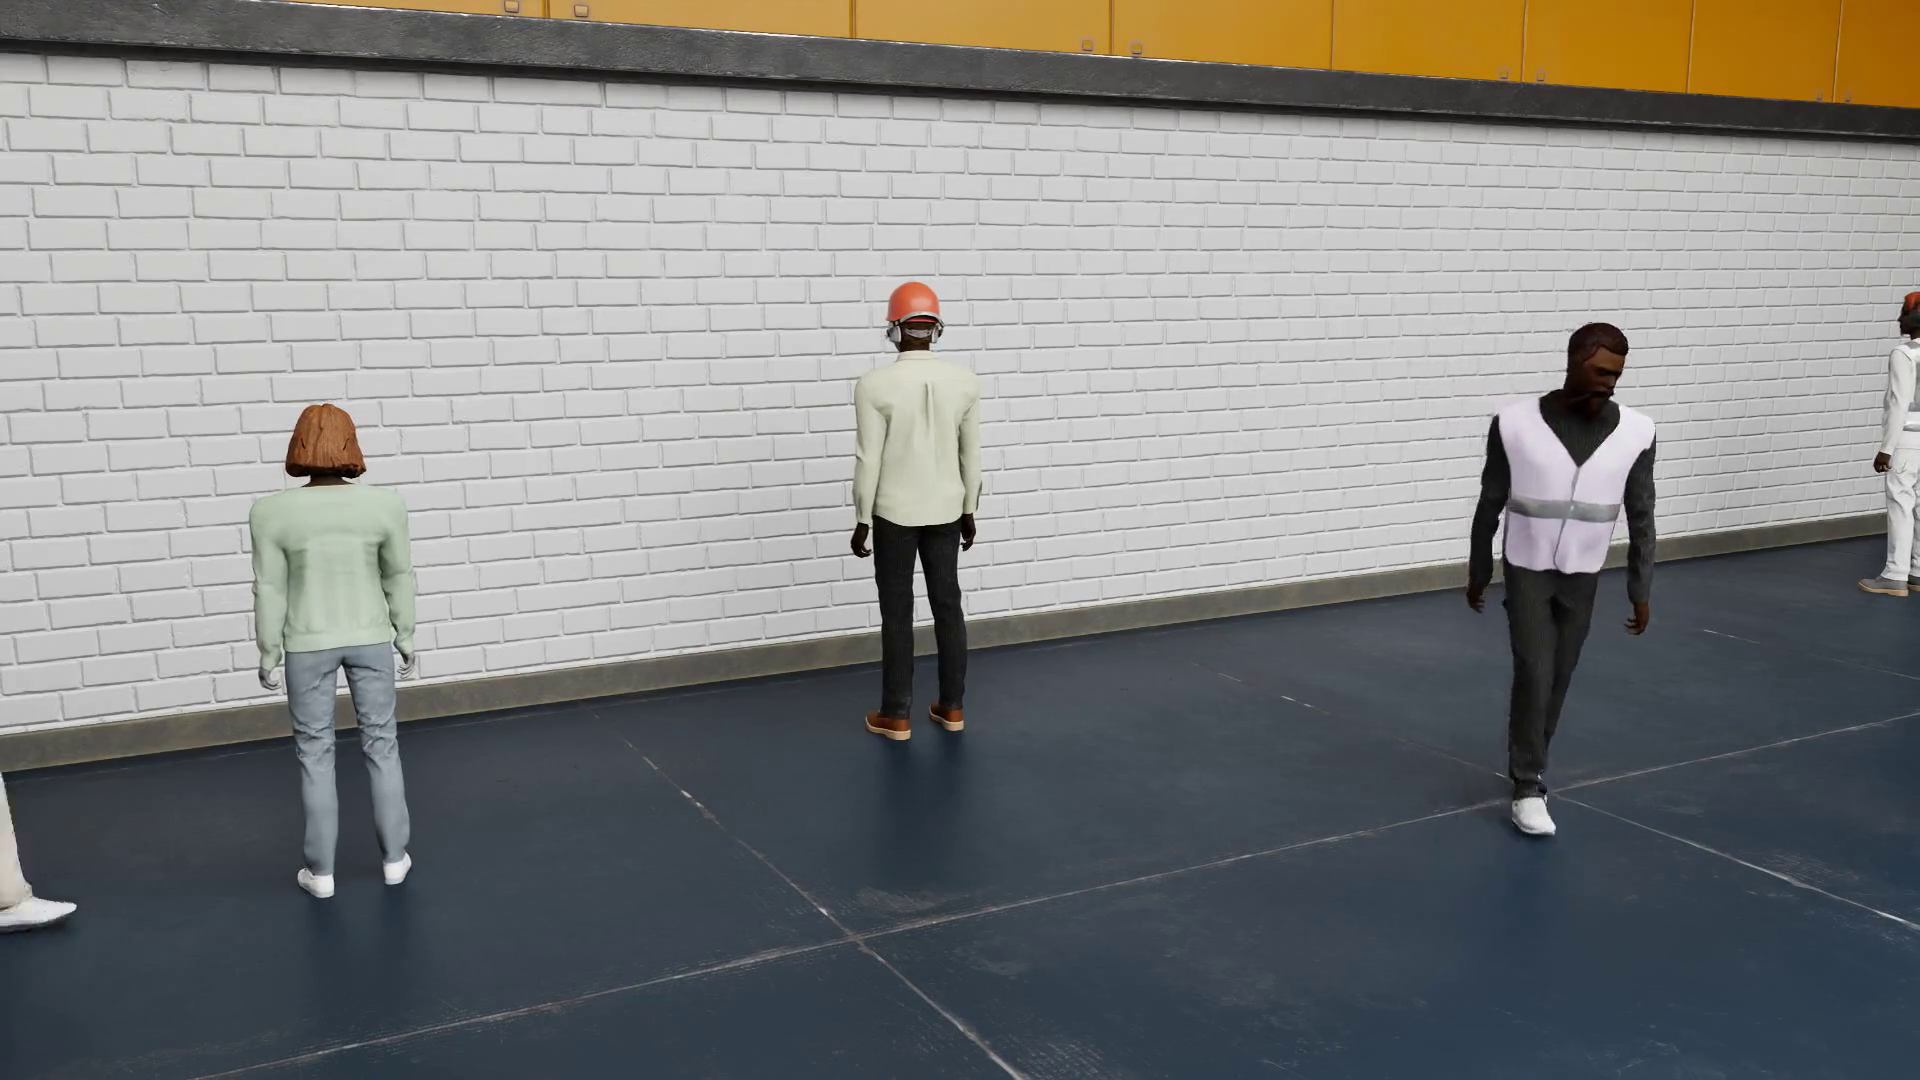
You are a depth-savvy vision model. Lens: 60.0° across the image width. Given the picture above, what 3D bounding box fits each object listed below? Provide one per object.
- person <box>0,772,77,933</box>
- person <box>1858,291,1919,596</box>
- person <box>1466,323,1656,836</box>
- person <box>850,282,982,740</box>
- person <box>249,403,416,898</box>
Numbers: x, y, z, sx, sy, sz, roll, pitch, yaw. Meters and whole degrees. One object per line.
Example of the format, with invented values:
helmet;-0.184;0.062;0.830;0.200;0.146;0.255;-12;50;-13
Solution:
person;-3.121;0.438;5.139;0.706;1.603;0.531;-6;12;-33
person;5.898;-0.594;10.313;0.585;1.882;0.343;-5;11;-28
person;2.212;0.140;6.129;0.612;1.870;0.842;0;10;2
person;-0.197;-0.125;7.292;0.624;1.993;0.385;-5;11;-28
person;-2.060;0.365;5.511;0.508;1.632;0.271;-5;11;-28
